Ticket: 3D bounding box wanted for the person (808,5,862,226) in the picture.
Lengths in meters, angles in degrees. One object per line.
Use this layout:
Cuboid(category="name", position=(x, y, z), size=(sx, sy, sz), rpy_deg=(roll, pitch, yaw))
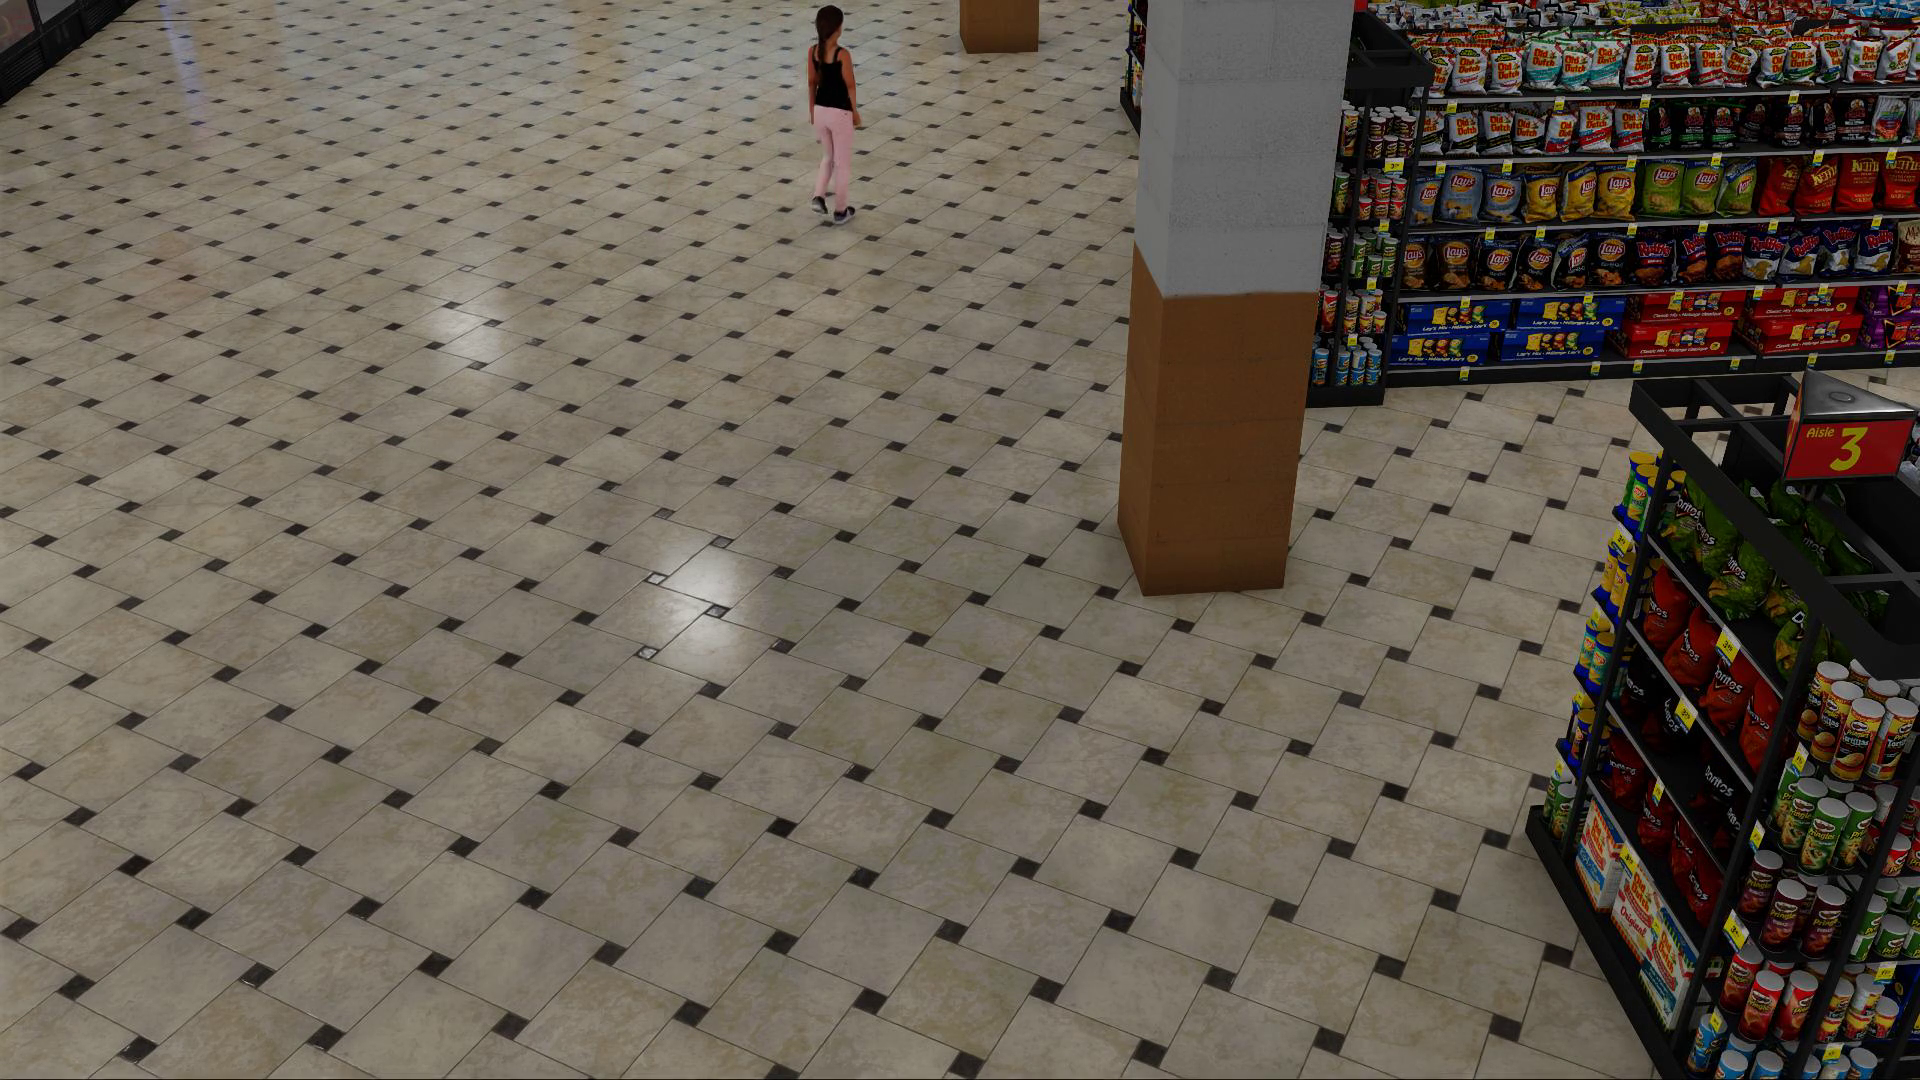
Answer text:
Cuboid(category="person", position=(-0.924, -2.970, 11.779), size=(0.671, 1.553, 0.721), rpy_deg=(16, 35, 24))
